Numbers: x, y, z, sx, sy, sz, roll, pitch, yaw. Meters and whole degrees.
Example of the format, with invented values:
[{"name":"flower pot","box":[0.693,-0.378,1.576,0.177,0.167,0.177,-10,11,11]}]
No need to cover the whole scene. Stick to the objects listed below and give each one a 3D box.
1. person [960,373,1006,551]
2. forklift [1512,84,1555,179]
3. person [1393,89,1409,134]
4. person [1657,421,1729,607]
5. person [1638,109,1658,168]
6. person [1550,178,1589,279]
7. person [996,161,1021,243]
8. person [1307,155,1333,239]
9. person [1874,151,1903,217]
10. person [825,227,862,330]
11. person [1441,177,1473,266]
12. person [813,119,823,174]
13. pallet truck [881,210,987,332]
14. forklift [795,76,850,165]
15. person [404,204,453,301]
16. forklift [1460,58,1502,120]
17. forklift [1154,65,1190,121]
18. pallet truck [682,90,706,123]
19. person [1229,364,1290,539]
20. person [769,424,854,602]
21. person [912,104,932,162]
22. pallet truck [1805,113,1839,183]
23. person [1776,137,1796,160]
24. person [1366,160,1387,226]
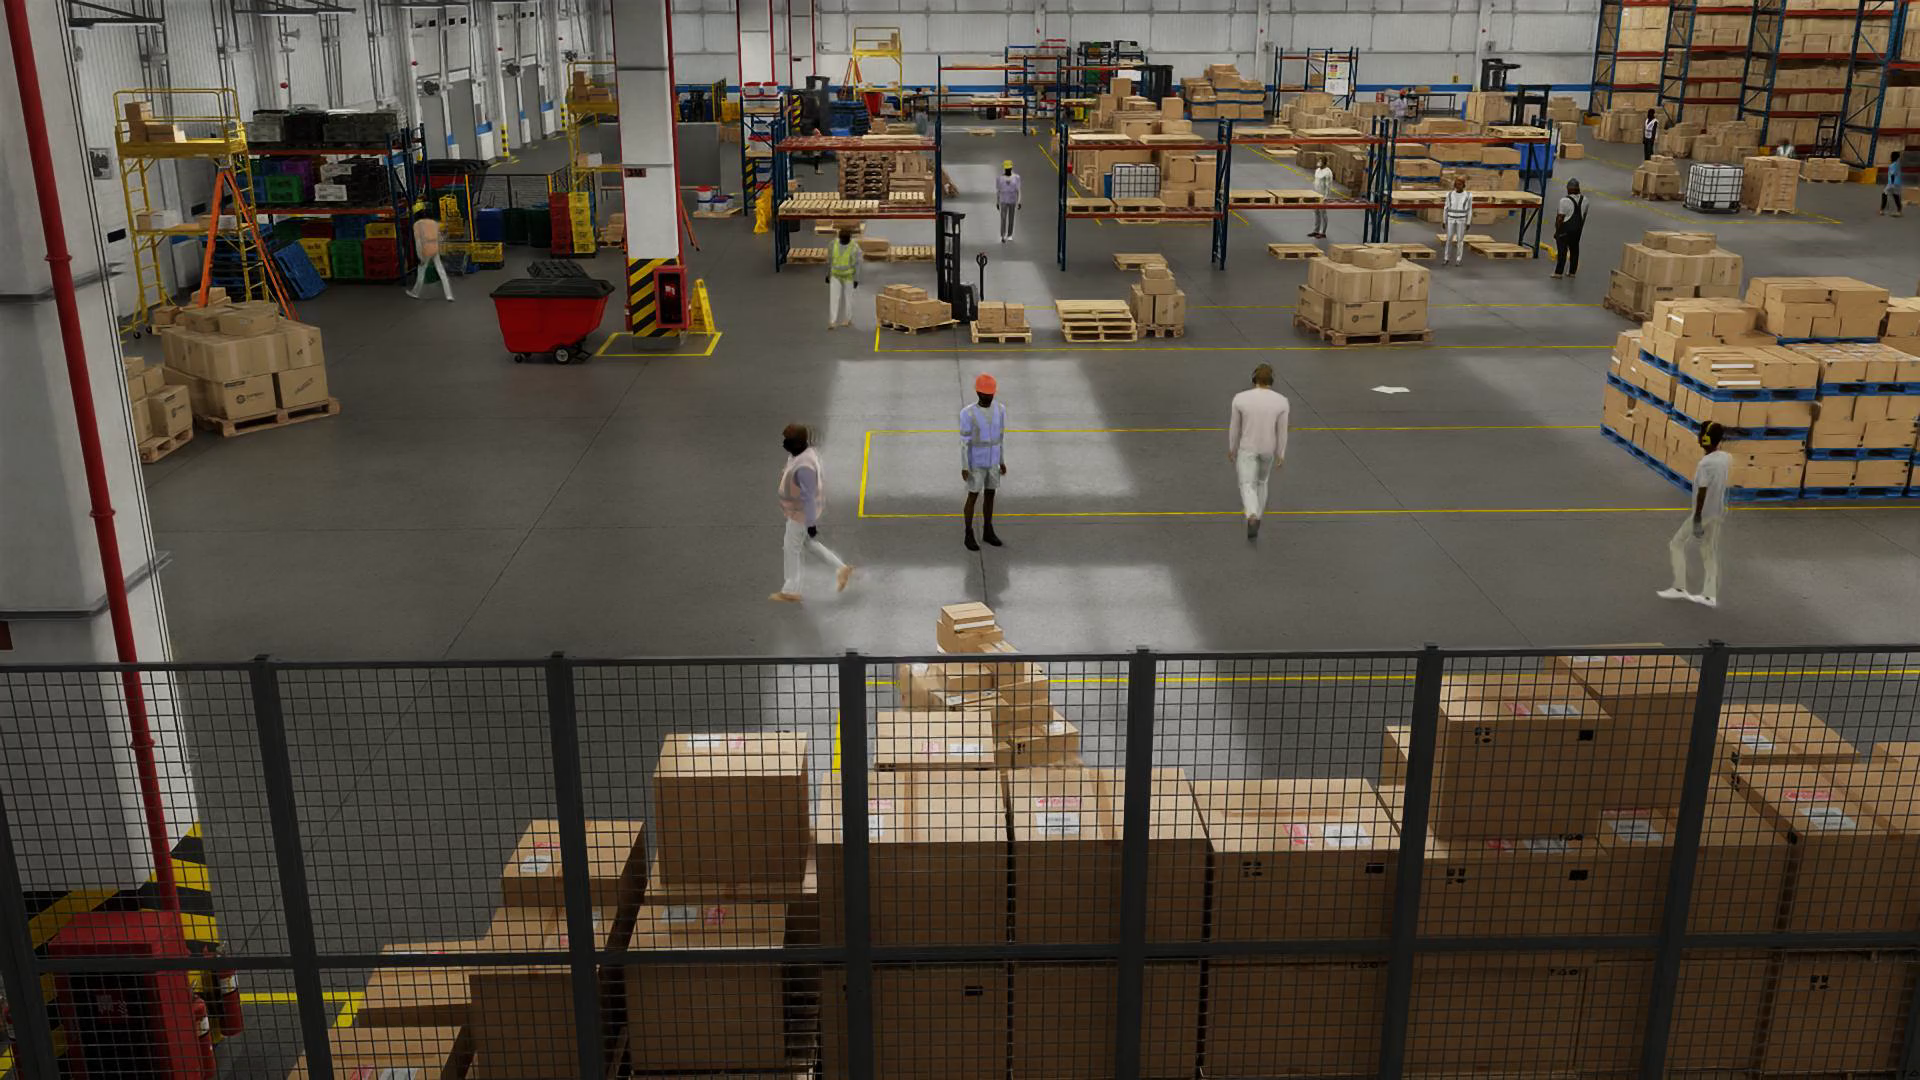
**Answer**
[{"name":"person","box":[0.266,-0.846,17.833,0.552,1.934,0.373,-11,22,-30]},{"name":"forklift","box":[17.640,-12.679,51.485,1.129,2.768,1.873,-1,19,-3]},{"name":"person","box":[16.892,-16.383,64.014,0.549,1.896,0.971,-12,22,-32]},{"name":"person","box":[7.222,-0.268,16.268,0.533,1.848,0.677,-12,22,-32]},{"name":"person","box":[22.401,-13.021,53.997,0.390,1.912,0.589,-2,19,-7]},{"name":"person","box":[12.466,-6.393,34.131,0.673,2.000,0.535,-6,19,-16]},{"name":"person","box":[1.128,-7.896,38.842,0.592,1.880,0.971,0,19,-1]},{"name":"person","box":[8.564,-8.140,39.471,0.368,1.939,0.632,-7,20,-20]},{"name":"person","box":[24.164,-9.217,43.079,0.550,1.650,0.759,-13,23,-34]},{"name":"person","box":[-2.076,-4.567,29.100,0.688,1.789,0.902,4,19,11]},{"name":"person","box":[10.635,-6.814,35.621,0.585,1.881,0.343,9,21,26]},{"name":"person","box":[-4.493,-12.411,52.515,0.318,1.697,0.535,-3,19,-8]},{"name":"pallet truck","box":[-0.493,-4.759,29.349,1.885,1.965,0.823,-13,23,-34]},{"name":"forklift","box":[-4.706,-14.034,55.504,1.873,2.768,1.129,-16,24,-39]},{"name":"person","box":[-10.167,-5.467,31.708,1.047,1.821,0.676,12,22,31]},{"name":"forklift","box":[21.597,-18.242,67.986,1.129,2.768,1.873,-13,23,-34]},{"name":"forklift","box":[7.665,-16.455,62.686,1.873,2.768,1.129,11,22,30]},{"name":"pallet truck","box":[-9.671,-15.907,62.421,0.823,1.965,1.885,5,19,15]},{"name":"person","box":[3.282,-0.972,18.254,0.632,1.913,0.811,0,19,-1]},{"name":"person","box":[-1.481,-0.273,16.327,0.774,1.817,0.622,-1,19,-3]},{"name":"person","box":[-1.332,-13.680,55.945,0.779,1.918,0.633,-10,21,-26]},{"name":"pallet truck","box":[26.403,-11.957,50.702,0.823,1.965,1.885,6,19,16]},{"name":"person","box":[23.578,-10.675,47.472,0.326,1.632,0.612,-16,25,-40]},{"name":"person","box":[10.429,-8.703,41.598,0.512,1.642,0.312,17,25,42]}]
